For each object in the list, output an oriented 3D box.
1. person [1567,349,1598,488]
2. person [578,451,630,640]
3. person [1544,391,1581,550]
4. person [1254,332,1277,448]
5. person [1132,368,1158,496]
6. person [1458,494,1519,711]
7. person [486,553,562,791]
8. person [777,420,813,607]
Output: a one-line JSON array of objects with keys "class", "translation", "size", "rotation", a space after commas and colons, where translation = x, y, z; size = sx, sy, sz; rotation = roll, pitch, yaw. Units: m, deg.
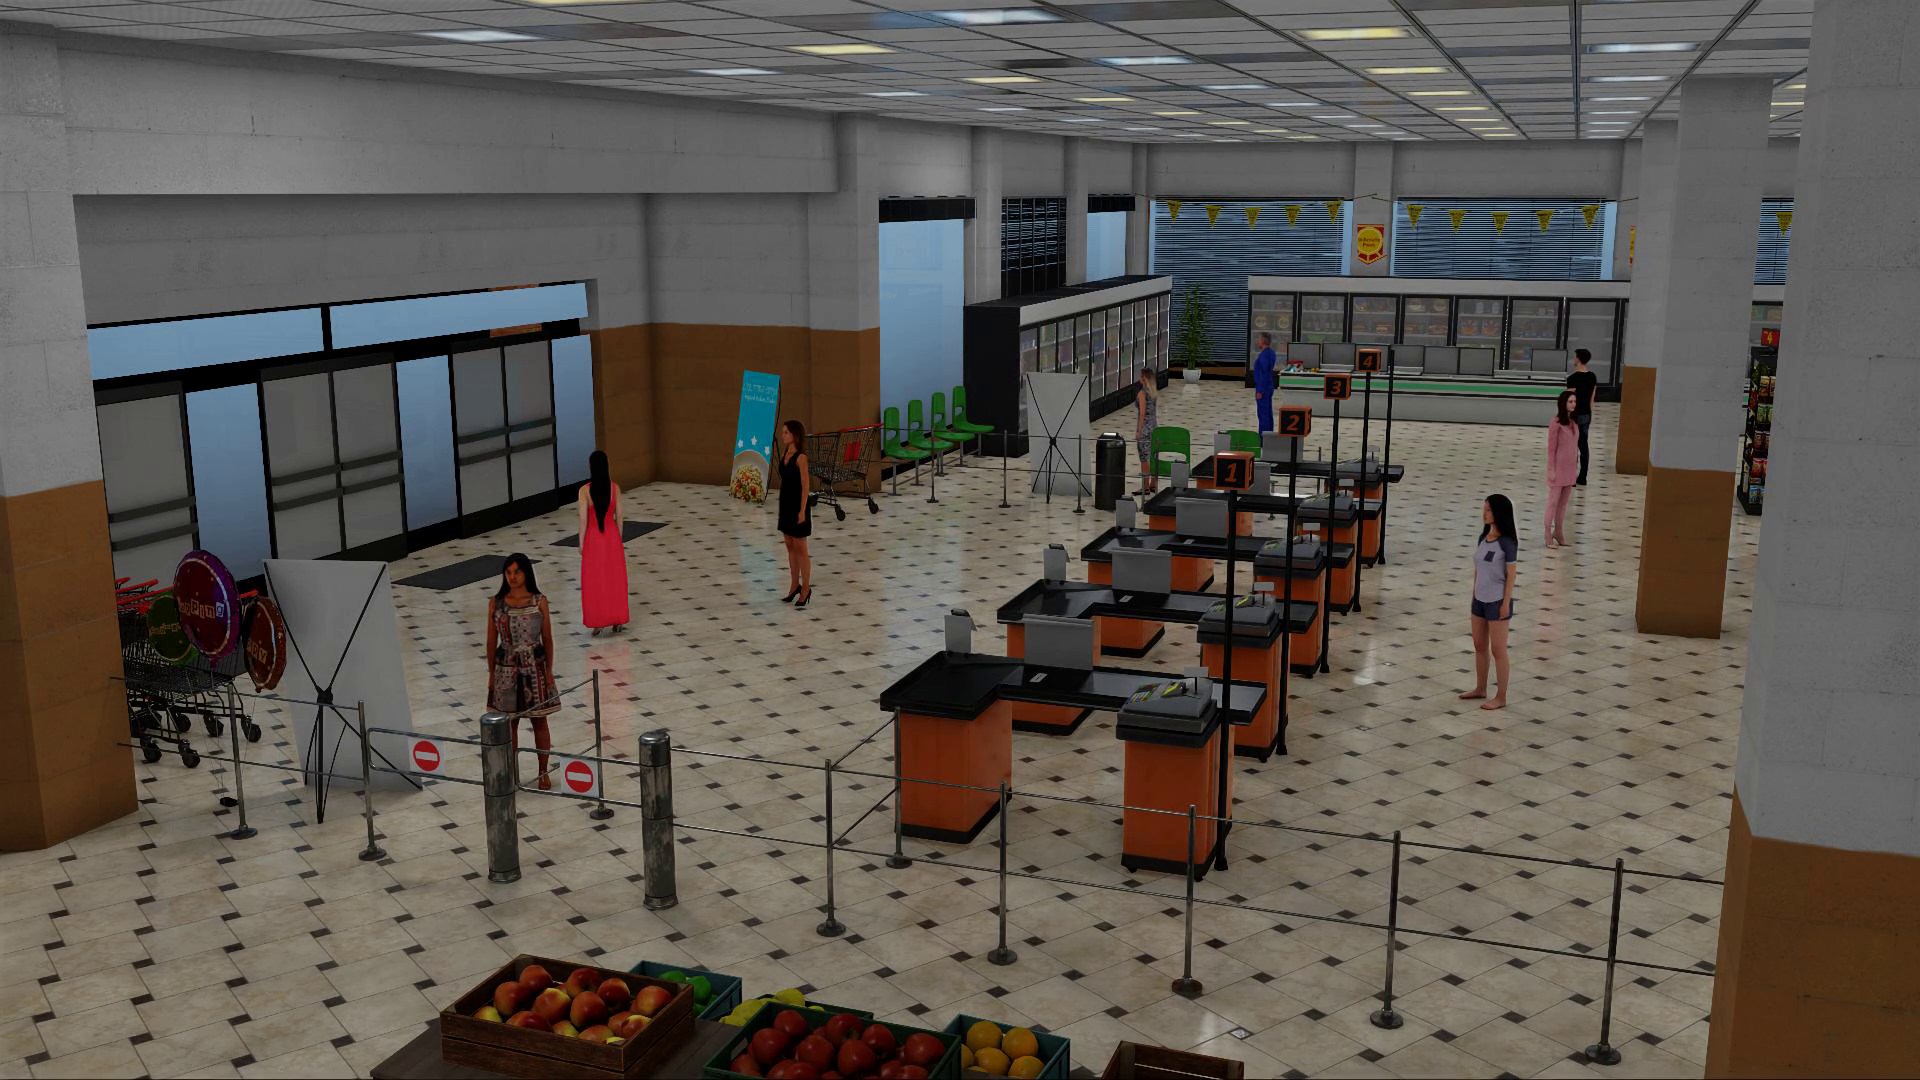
[{"class": "person", "translation": [8.559, -1.696, 22.997], "size": [0.750, 1.896, 0.805], "rotation": [-6, 13, -26]}, {"class": "person", "translation": [-3.271, 0.035, 15.190], "size": [0.715, 1.726, 0.749], "rotation": [-8, 14, -34]}, {"class": "person", "translation": [6.879, -0.814, 19.038], "size": [0.686, 1.803, 0.717], "rotation": [-7, 14, -32]}, {"class": "person", "translation": [4.869, -2.406, 26.529], "size": [0.564, 1.830, 0.732], "rotation": [5, 13, 24]}, {"class": "person", "translation": [2.520, -1.467, 22.380], "size": [0.580, 1.703, 0.621], "rotation": [9, 15, 35]}, {"class": "person", "translation": [4.213, 0.475, 13.150], "size": [0.707, 1.705, 0.671], "rotation": [-4, 13, -18]}, {"class": "person", "translation": [-2.981, 0.890, 11.328], "size": [0.641, 1.645, 0.784], "rotation": [-2, 12, -7]}, {"class": "person", "translation": [-1.624, -0.264, 16.347], "size": [0.725, 1.834, 0.628], "rotation": [-9, 15, -37]}]
